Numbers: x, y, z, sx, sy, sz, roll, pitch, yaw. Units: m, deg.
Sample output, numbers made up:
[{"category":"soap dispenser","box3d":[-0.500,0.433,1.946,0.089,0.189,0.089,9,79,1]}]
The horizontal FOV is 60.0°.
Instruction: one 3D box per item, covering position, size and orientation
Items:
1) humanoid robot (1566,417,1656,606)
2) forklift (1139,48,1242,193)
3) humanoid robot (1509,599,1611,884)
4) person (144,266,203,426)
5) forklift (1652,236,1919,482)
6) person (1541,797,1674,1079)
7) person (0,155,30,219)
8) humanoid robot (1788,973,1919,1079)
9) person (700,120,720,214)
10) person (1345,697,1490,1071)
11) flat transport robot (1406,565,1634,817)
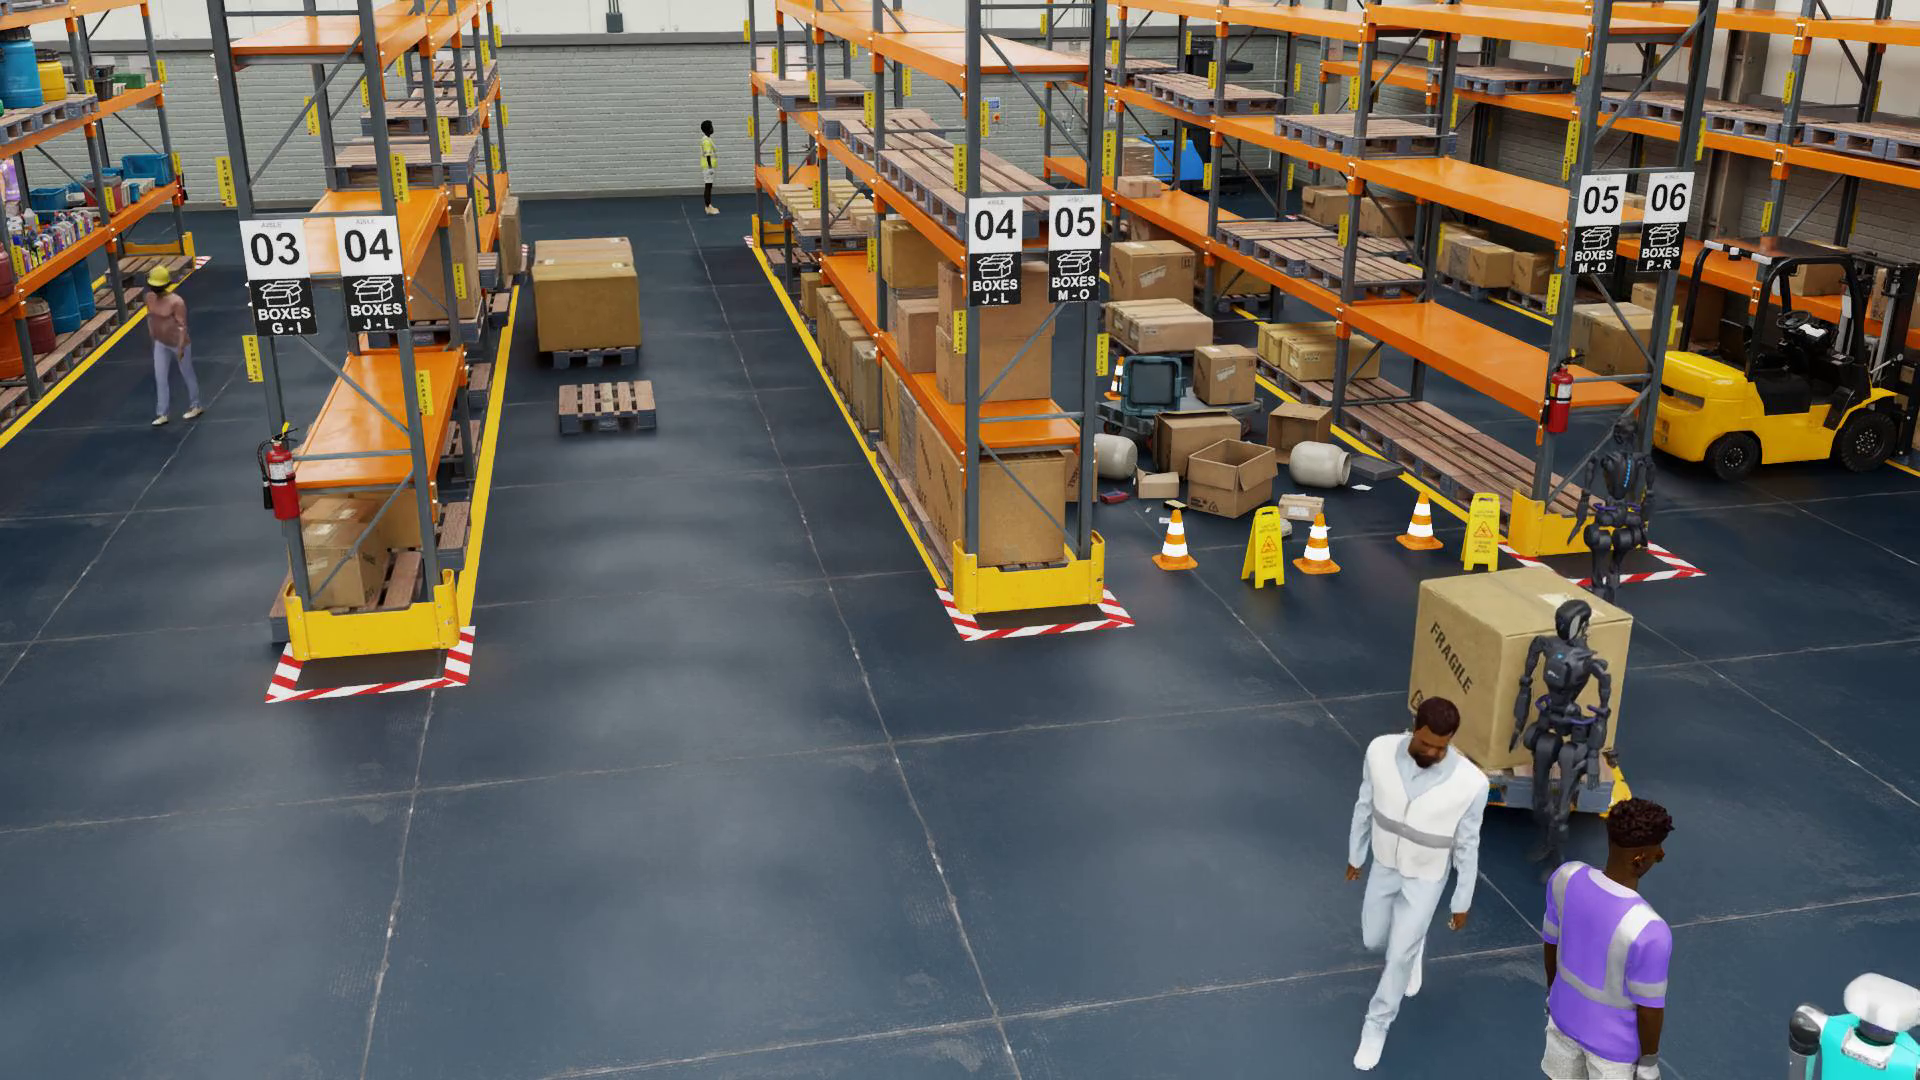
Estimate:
[{"category":"humanoid robot","box3d":[4.896,-0.118,12.507,0.609,1.646,0.435,-1,20,-3]},{"category":"forklift","box3d":[4.566,-8.313,32.860,1.873,2.768,1.129,-4,21,-12]},{"category":"humanoid robot","box3d":[3.349,1.091,9.261,0.345,1.647,0.589,-15,25,-36]},{"category":"person","box3d":[-8.423,-2.070,17.683,0.546,1.718,0.802,4,21,11]},{"category":"forklift","box3d":[8.013,-1.814,16.330,2.313,2.155,1.214,-4,21,-12]},{"category":"person","box3d":[2.553,1.917,6.615,0.367,1.960,0.603,-8,22,-22]},{"category":"person","box3d":[-15.320,-5.508,26.999,0.350,1.688,0.489,11,23,27]},{"category":"humanoid robot","box3d":[3.345,2.245,6.101,0.534,1.754,1.005,19,27,41]},{"category":"person","box3d":[-4.616,-6.867,30.636,0.316,1.699,0.539,-4,21,-10]},{"category":"person","box3d":[2.125,1.530,7.788,0.633,1.875,0.724,15,25,35]},{"category":"flat transport robot","box3d":[3.379,1.451,10.296,1.431,0.231,0.659,3,21,7]}]
